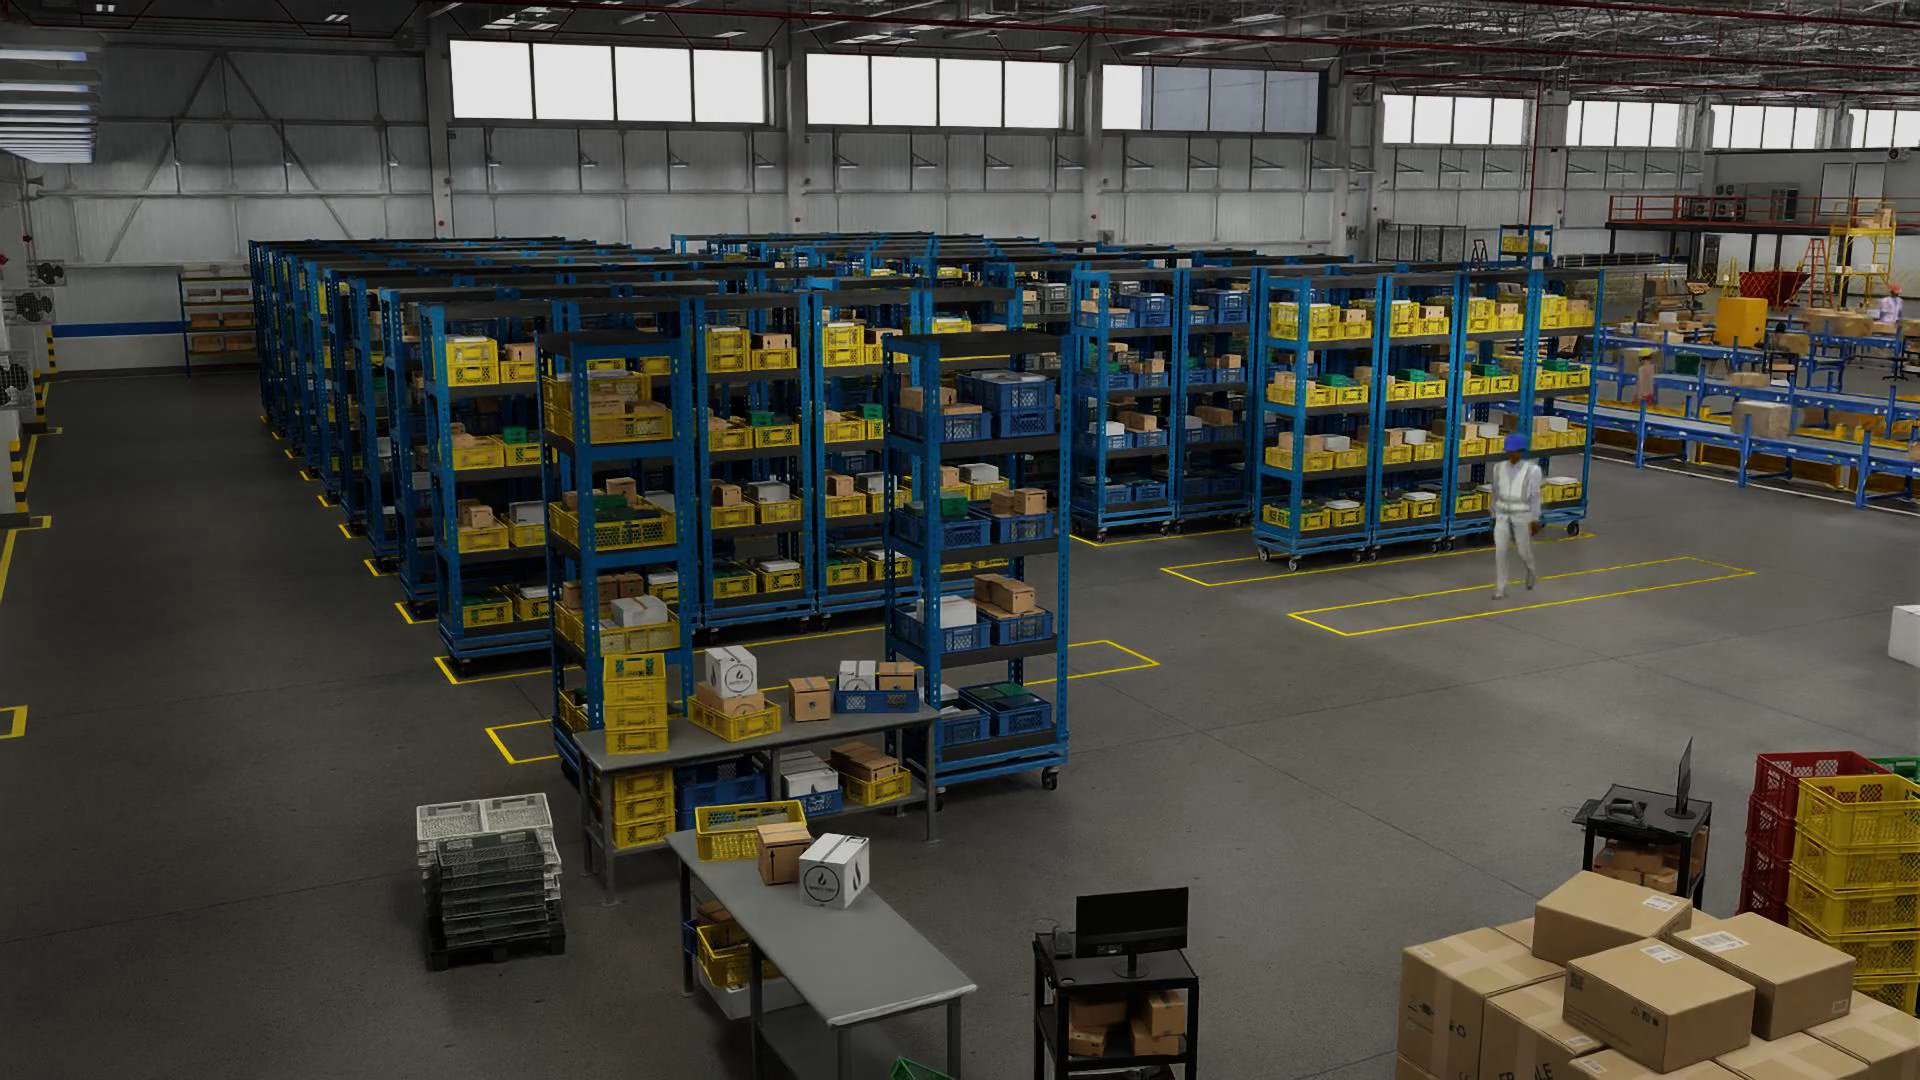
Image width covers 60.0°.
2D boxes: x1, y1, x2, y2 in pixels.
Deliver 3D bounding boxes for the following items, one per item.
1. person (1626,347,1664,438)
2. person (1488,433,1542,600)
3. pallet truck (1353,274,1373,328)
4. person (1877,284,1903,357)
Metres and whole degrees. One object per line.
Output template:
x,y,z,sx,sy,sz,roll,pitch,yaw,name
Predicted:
12.769,-2.722,30.922,0.527,1.731,0.856,-9,15,-37,person
6.380,-0.279,19.072,0.621,1.926,0.670,10,16,40,person
13.011,-8.050,55.243,0.823,1.965,1.885,-7,14,-28,pallet truck
25.525,-5.960,45.432,0.626,2.000,0.974,-4,13,-19,person
